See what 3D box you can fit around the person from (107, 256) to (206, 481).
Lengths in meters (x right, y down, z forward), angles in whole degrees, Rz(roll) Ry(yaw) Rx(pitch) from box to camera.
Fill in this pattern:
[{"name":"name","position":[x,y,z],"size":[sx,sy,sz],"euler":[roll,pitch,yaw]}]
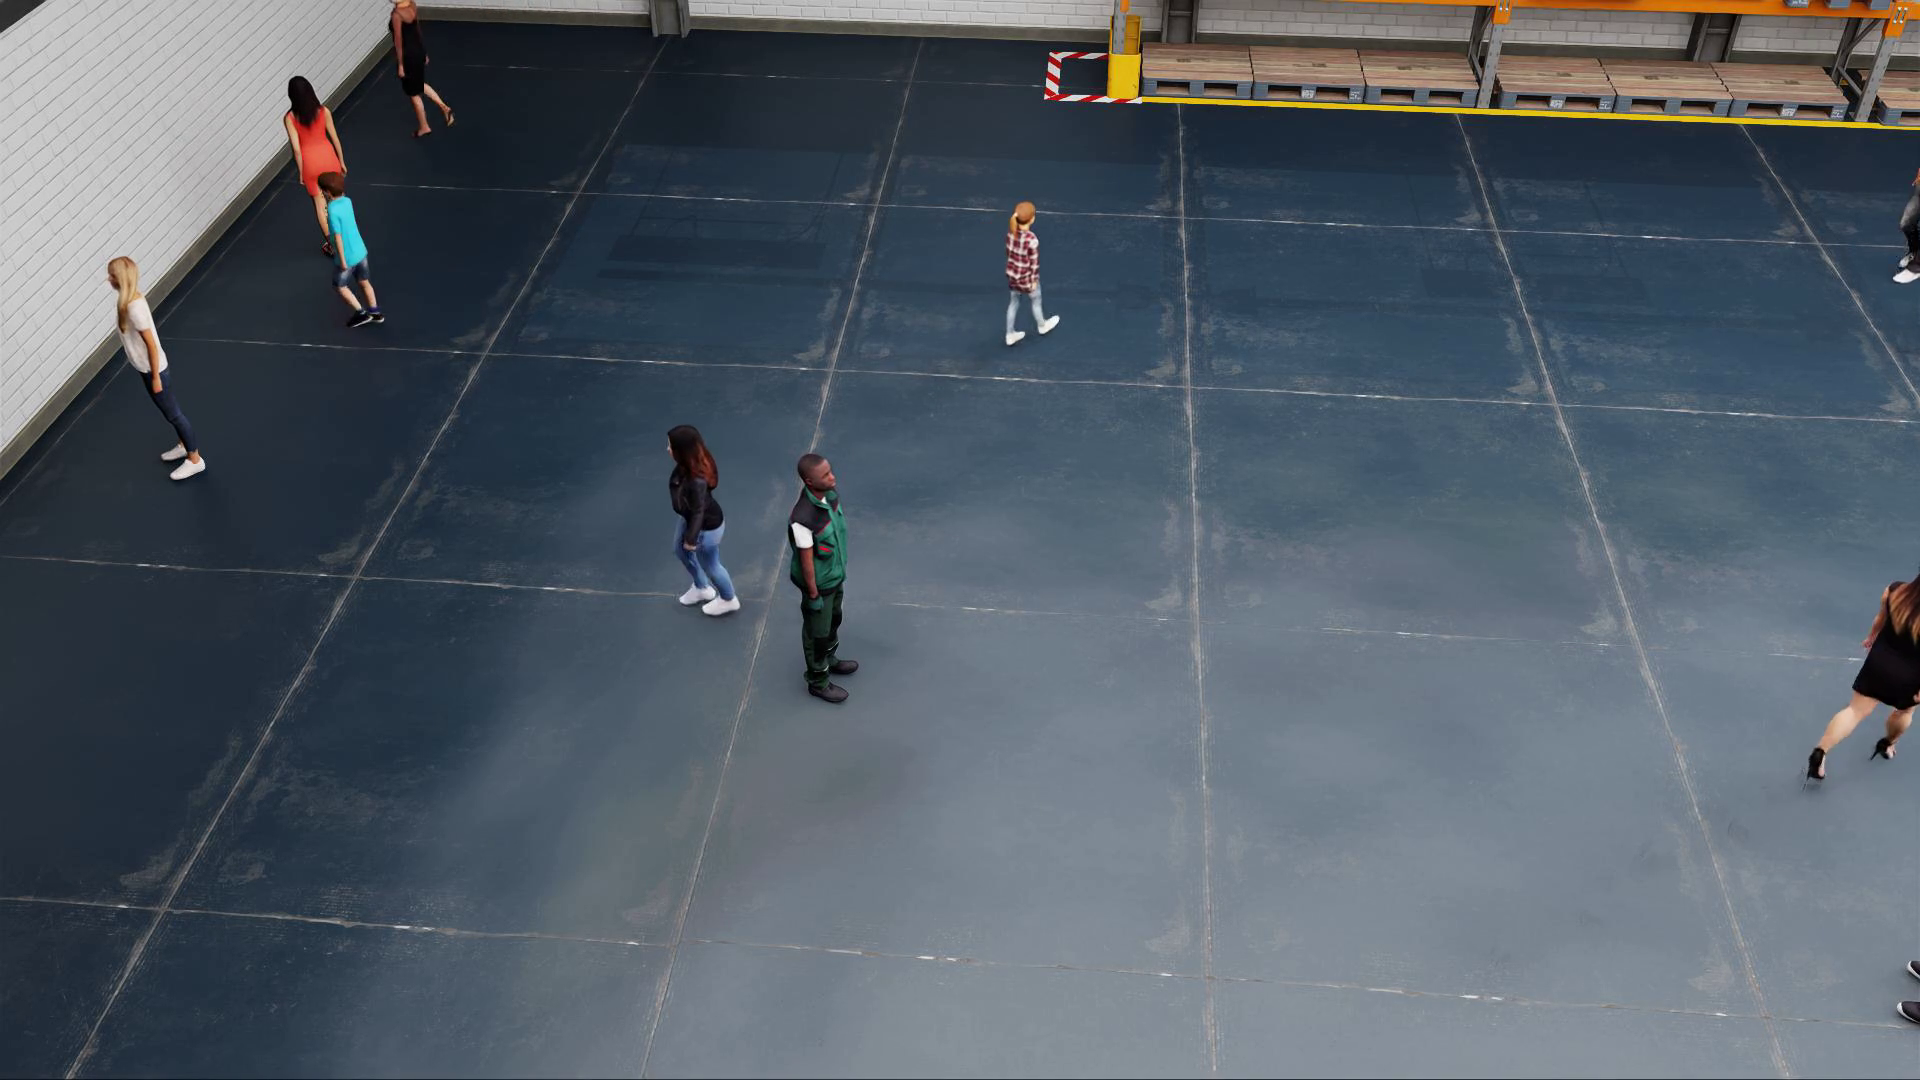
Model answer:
[{"name":"person","position":[-6.021,-1.292,12.419],"size":[0.698,1.808,0.672],"euler":[-21,43,-25]}]

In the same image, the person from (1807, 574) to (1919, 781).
[{"name":"person","position":[5.512,0.805,9.894],"size":[1.152,1.683,1.021],"euler":[-20,43,-23]}]

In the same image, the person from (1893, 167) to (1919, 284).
[{"name":"person","position":[8.748,-3.142,14.744],"size":[0.874,1.797,0.832],"euler":[-19,42,-22]}]

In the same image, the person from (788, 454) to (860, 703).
[{"name":"person","position":[-0.886,0.217,10.504],"size":[0.635,1.840,0.705],"euler":[7,39,9]}]

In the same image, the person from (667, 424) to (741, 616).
[{"name":"person","position":[-1.645,-0.121,11.103],"size":[0.742,1.619,0.742],"euler":[-6,39,-7]}]

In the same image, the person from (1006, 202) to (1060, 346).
[{"name":"person","position":[0.489,-2.218,13.994],"size":[0.847,1.289,0.800],"euler":[-30,47,-32]}]

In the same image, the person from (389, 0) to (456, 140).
[{"name":"person","position":[-5.540,-4.920,17.020],"size":[0.737,1.735,0.622],"euler":[6,39,7]}]

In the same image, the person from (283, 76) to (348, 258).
[{"name":"person","position":[-5.824,-3.397,15.126],"size":[0.647,1.719,0.727],"euler":[-23,44,-26]}]

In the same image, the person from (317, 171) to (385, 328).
[{"name":"person","position":[-5.147,-2.460,14.178],"size":[0.531,1.438,0.546],"euler":[5,39,7]}]
